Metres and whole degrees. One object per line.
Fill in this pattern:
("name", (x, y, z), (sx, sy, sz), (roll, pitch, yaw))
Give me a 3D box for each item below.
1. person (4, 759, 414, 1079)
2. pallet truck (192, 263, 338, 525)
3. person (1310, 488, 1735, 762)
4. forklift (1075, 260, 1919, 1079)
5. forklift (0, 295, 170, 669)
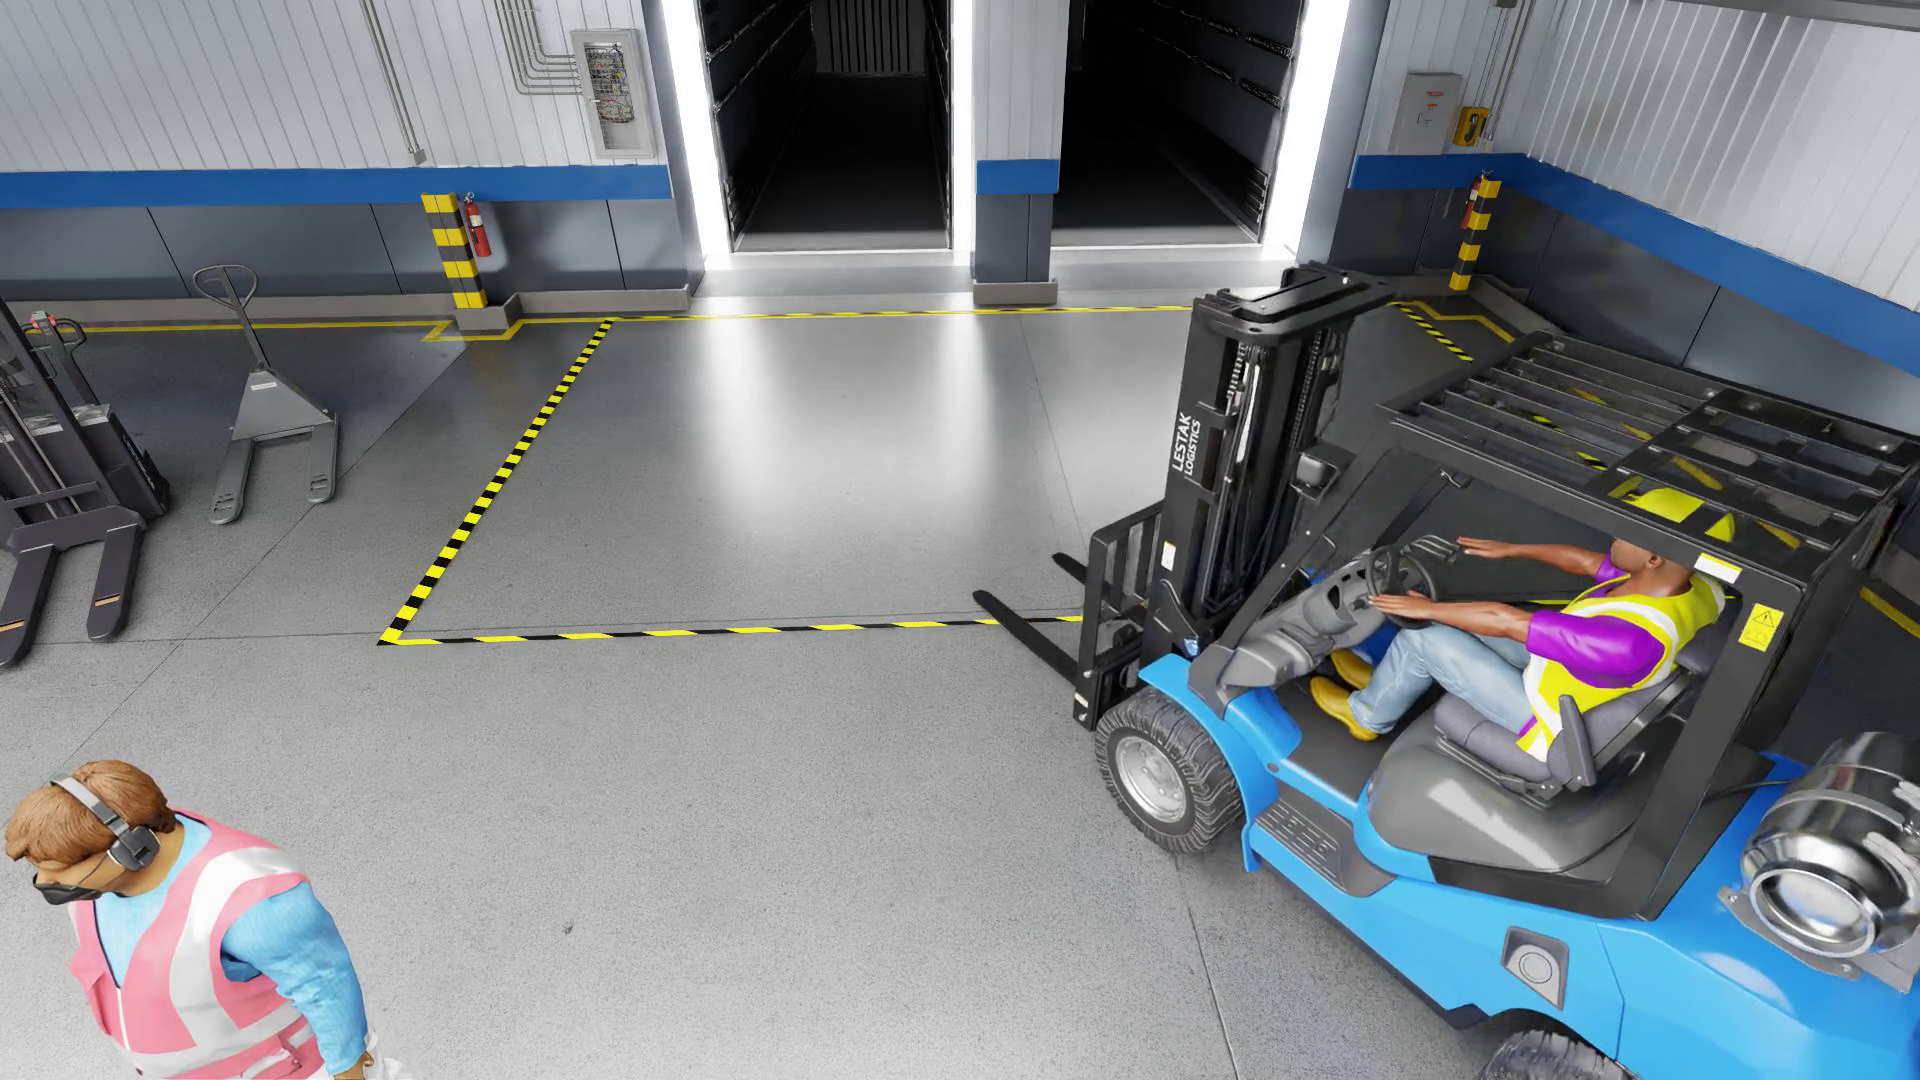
("person", (-1.785, 1.239, 2.344), (0.632, 1.842, 0.429), (11, 36, 15))
("pallet truck", (-4.778, -1.027, 6.128), (0.680, 1.201, 1.601), (-17, 38, -23))
("person", (1.733, 0.253, 2.989), (0.635, 1.293, 1.004), (-23, 41, -30))
("forklift", (1.763, 0.436, 3.053), (1.157, 2.036, 2.680), (-23, 41, -30))
("forklift", (-5.212, -0.618, 4.878), (0.823, 1.965, 1.885), (-20, 39, -26))
